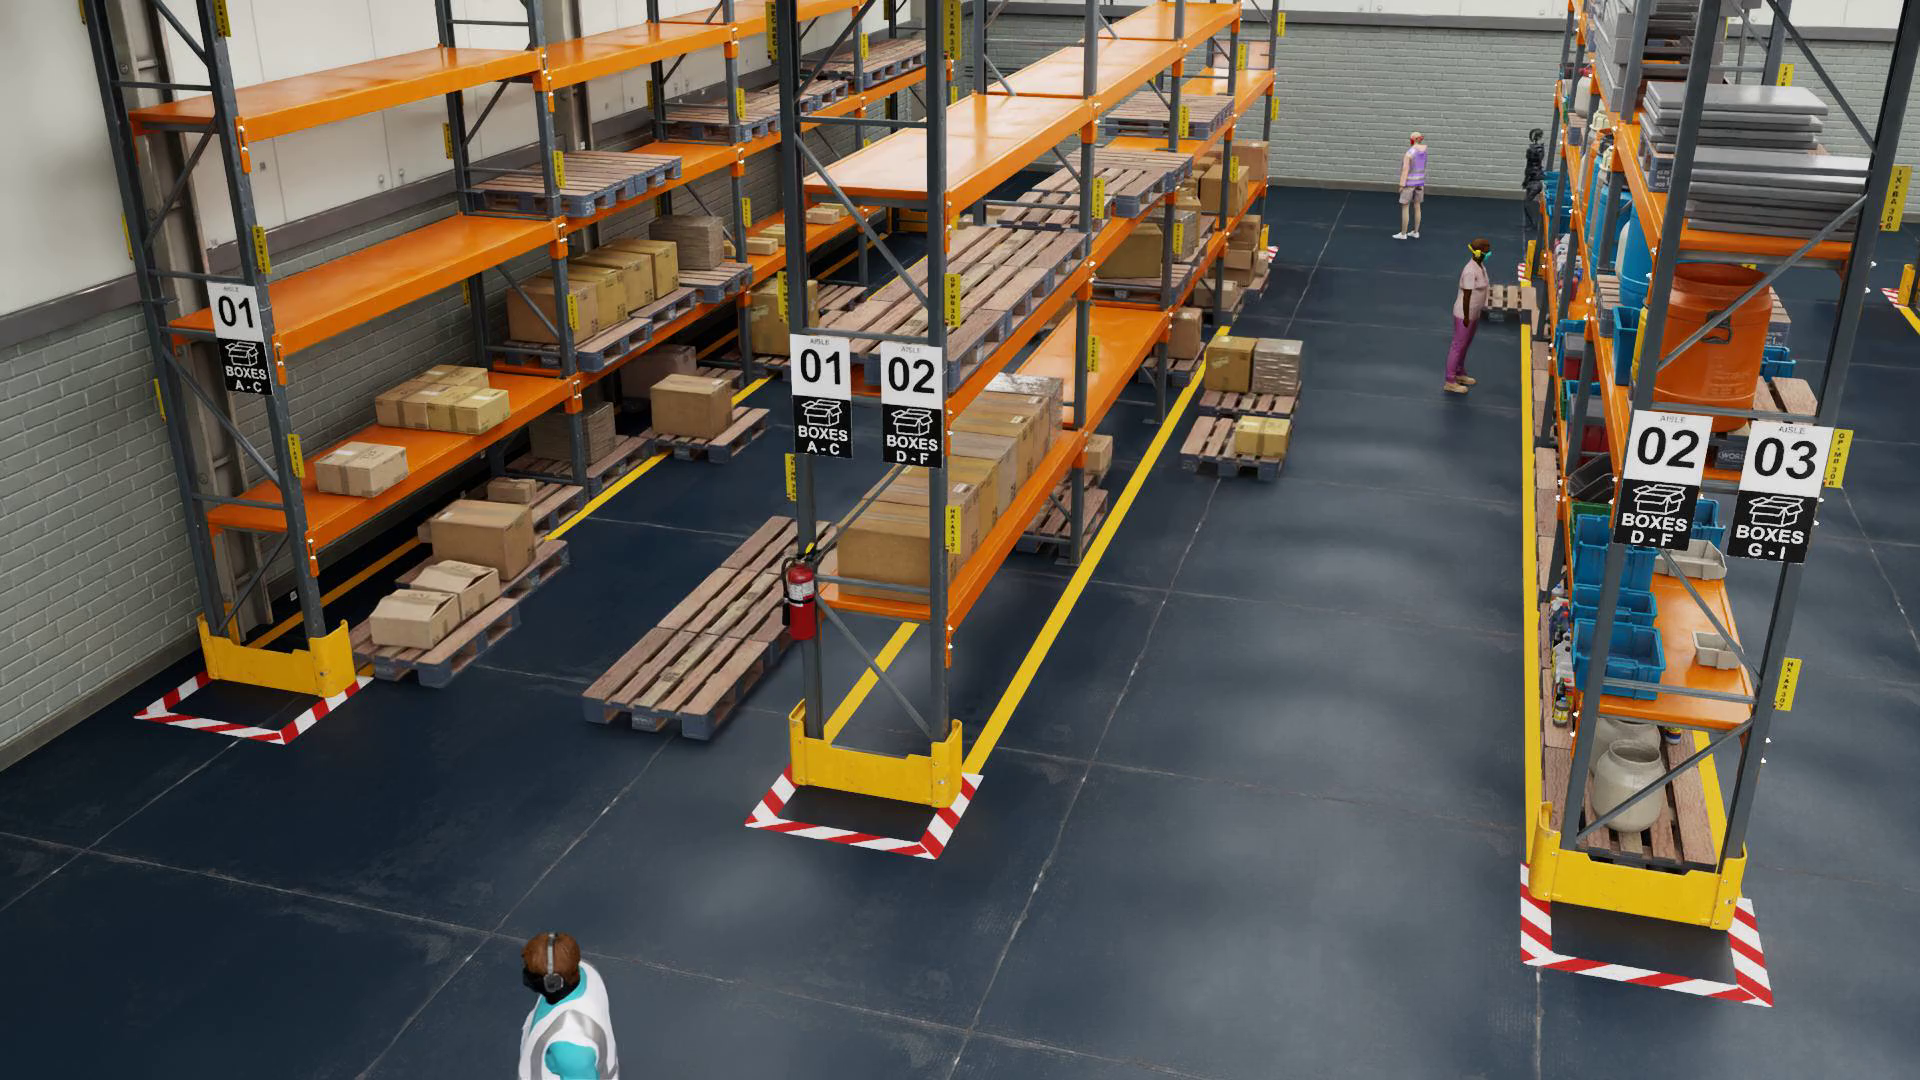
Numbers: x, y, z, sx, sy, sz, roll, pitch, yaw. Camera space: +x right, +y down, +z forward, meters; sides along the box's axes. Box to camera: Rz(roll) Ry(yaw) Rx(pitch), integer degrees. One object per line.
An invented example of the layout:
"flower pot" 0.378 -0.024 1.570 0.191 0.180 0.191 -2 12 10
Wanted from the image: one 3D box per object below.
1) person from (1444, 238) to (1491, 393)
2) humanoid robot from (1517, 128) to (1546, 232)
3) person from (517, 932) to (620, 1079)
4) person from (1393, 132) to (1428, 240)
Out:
"person" 5.921 -2.623 19.337 0.337 1.795 0.511 13 27 28
"humanoid robot" 9.266 -5.816 26.886 0.325 1.649 0.591 -1 23 -2
"person" -1.715 2.514 7.360 0.431 1.843 0.622 -4 24 -10
"person" 7.180 -5.619 26.414 0.492 1.688 0.348 -13 27 -28
